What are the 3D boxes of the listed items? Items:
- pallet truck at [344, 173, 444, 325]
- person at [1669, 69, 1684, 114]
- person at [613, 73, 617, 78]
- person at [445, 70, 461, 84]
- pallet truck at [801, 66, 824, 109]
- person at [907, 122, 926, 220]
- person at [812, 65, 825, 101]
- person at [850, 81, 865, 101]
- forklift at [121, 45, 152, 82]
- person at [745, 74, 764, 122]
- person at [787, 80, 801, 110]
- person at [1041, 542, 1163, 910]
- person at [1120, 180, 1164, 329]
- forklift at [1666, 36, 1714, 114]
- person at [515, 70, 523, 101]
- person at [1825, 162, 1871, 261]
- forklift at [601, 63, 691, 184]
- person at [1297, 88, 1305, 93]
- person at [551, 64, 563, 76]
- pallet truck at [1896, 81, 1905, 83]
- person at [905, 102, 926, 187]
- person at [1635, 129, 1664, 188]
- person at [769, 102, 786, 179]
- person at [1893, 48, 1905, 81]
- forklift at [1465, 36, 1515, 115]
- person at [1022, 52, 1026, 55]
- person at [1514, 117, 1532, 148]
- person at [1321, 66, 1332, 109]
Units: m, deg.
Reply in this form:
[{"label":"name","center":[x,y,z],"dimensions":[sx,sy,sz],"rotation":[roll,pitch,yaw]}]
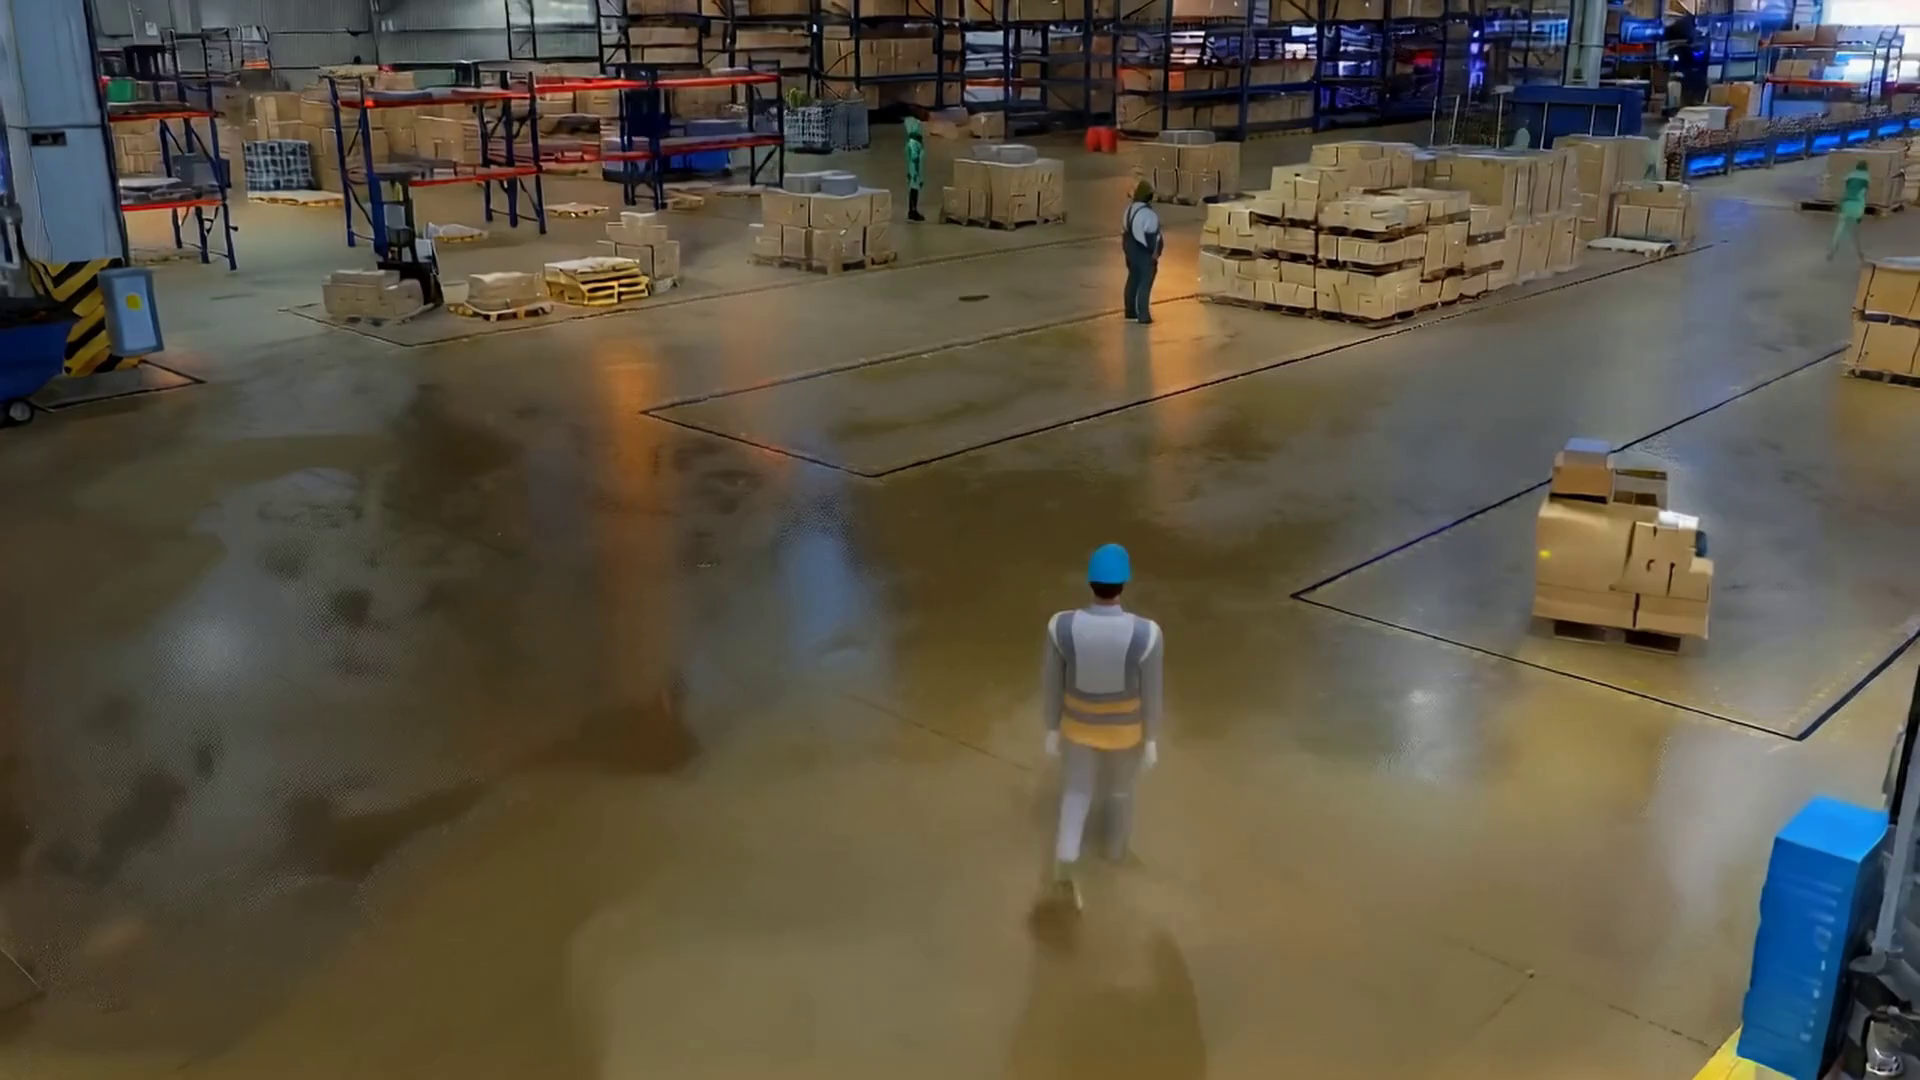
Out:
[{"label":"pallet truck","center":[-8.209,-4.181,23.757],"dimensions":[0.823,1.965,1.885],"rotation":[3,19,9]},{"label":"person","center":[23.295,-14.353,54.365],"dimensions":[0.619,2.028,0.764],"rotation":[-16,24,-39]},{"label":"person","center":[-11.016,-14.058,53.609],"dimensions":[0.630,1.940,0.372],"rotation":[3,19,8]},{"label":"person","center":[-17.048,-14.861,56.051],"dimensions":[0.663,1.924,0.644],"rotation":[11,22,31]},{"label":"pallet truck","center":[-4.812,-15.182,56.903],"dimensions":[0.823,1.965,1.885],"rotation":[-9,21,-26]},{"label":"person","center":[-0.905,-7.522,33.913],"dimensions":[0.354,1.942,0.545],"rotation":[-4,19,-12]},{"label":"person","center":[-5.134,-16.450,60.966],"dimensions":[0.429,1.842,0.633],"rotation":[13,22,33]},{"label":"person","center":[-3.264,-13.853,53.369],"dimensions":[0.542,1.695,0.316],"rotation":[10,21,28]},{"label":"forklift","center":[-25.631,-14.025,52.038],"dimensions":[1.129,2.768,1.873],"rotation":[12,22,32]},{"label":"person","center":[-6.566,-13.980,53.434],"dimensions":[0.667,1.895,0.594],"rotation":[11,21,30]},{"label":"person","center":[-5.494,-14.358,55.006],"dimensions":[0.546,1.637,0.332],"rotation":[10,21,28]},{"label":"person","center":[0.705,0.959,8.383],"dimensions":[0.613,1.928,0.722],"rotation":[5,19,15]},{"label":"person","center":[2.559,-3.962,23.032],"dimensions":[0.536,2.000,0.688],"rotation":[-10,21,-28]},{"label":"forklift","center":[27.341,-17.291,61.877],"dimensions":[1.129,2.768,1.873],"rotation":[17,25,41]},{"label":"person","center":[-14.450,-14.333,54.365],"dimensions":[0.617,1.980,0.629],"rotation":[9,20,26]},{"label":"person","center":[15.388,-5.645,28.634],"dimensions":[0.899,1.700,0.488],"rotation":[-9,20,-25]},{"label":"forklift","center":[-7.646,-10.043,40.039],"dimensions":[1.129,2.768,1.873],"rotation":[17,25,41]},{"label":"person","center":[13.069,-17.412,64.137],"dimensions":[0.757,1.673,0.537],"rotation":[17,25,42]},{"label":"person","center":[-14.816,-16.561,61.230],"dimensions":[0.978,1.895,0.561],"rotation":[15,24,38]},{"label":"pallet truck","center":[34.802,-16.331,61.455],"dimensions":[0.653,1.274,1.630],"rotation":[17,25,41]},{"label":"person","center":[-1.064,-9.389,39.503],"dimensions":[0.362,1.960,0.612],"rotation":[-12,22,-32]},{"label":"person","center":[15.260,-8.270,36.706],"dimensions":[0.846,1.594,0.499],"rotation":[14,23,37]},{"label":"person","center":[-4.523,-9.907,41.221],"dimensions":[0.334,1.865,0.517],"rotation":[-16,24,-40]},{"label":"person","center":[45.421,-22.862,80.421],"dimensions":[0.329,1.750,0.573],"rotation":[4,19,11]},{"label":"forklift","center":[19.973,-17.201,61.605],"dimensions":[1.873,2.768,1.129],"rotation":[16,24,40]},{"label":"person","center":[3.066,-22.833,80.149],"dimensions":[0.826,1.863,0.715],"rotation":[-11,21,-30]},{"label":"person","center":[13.417,-9.226,39.545],"dimensions":[0.652,1.606,0.546],"rotation":[10,21,29]},{"label":"person","center":[13.838,-16.944,62.587],"dimensions":[0.523,1.759,0.336],"rotation":[14,23,36]}]
